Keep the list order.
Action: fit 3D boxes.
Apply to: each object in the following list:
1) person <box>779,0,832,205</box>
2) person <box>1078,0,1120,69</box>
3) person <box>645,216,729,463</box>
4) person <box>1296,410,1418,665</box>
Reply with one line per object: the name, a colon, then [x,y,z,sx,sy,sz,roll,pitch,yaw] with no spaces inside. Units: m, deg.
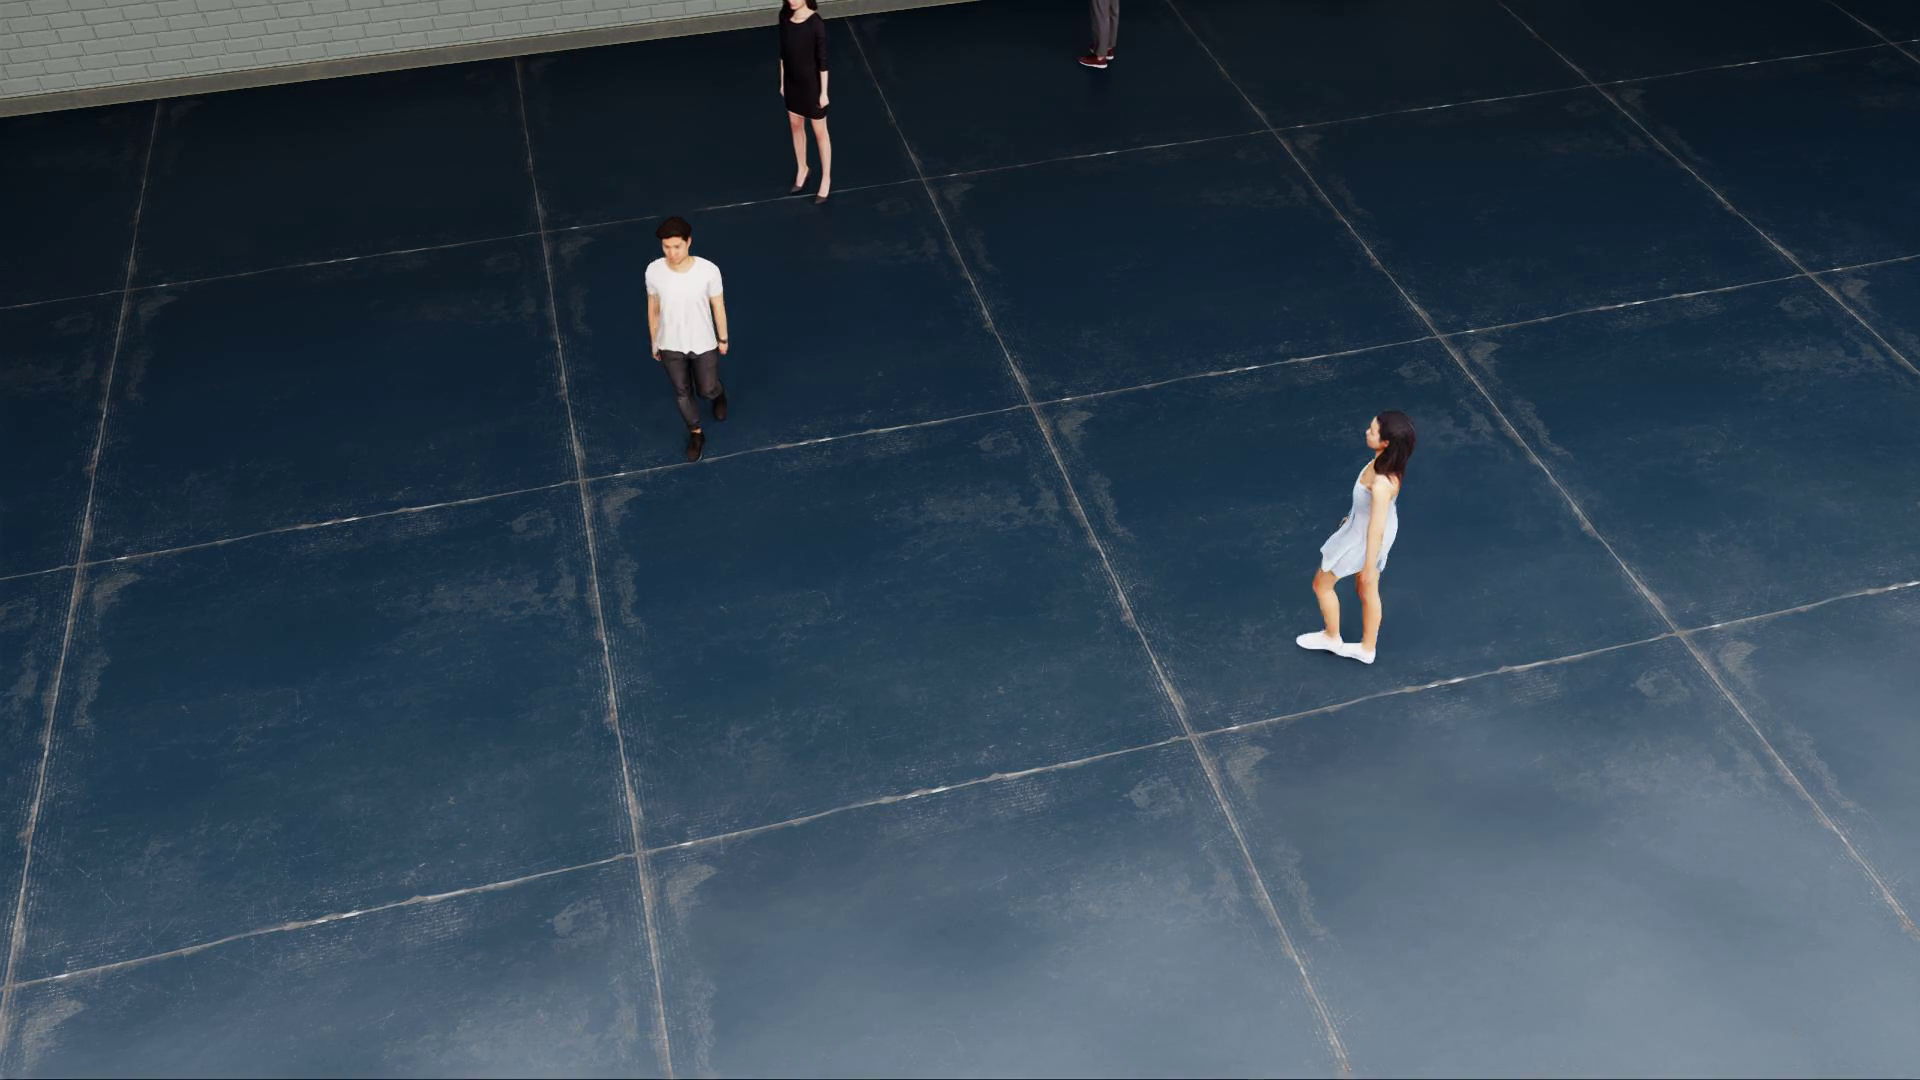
person: [-1.151,-3.391,12.497,0.629,1.804,0.716,27,49,26]
person: [1.231,-4.869,14.132,0.727,1.733,0.673,23,48,22]
person: [-1.675,-1.298,10.324,0.784,1.711,0.894,4,43,4]
person: [2.267,0.028,8.901,0.814,1.714,0.756,15,45,16]
